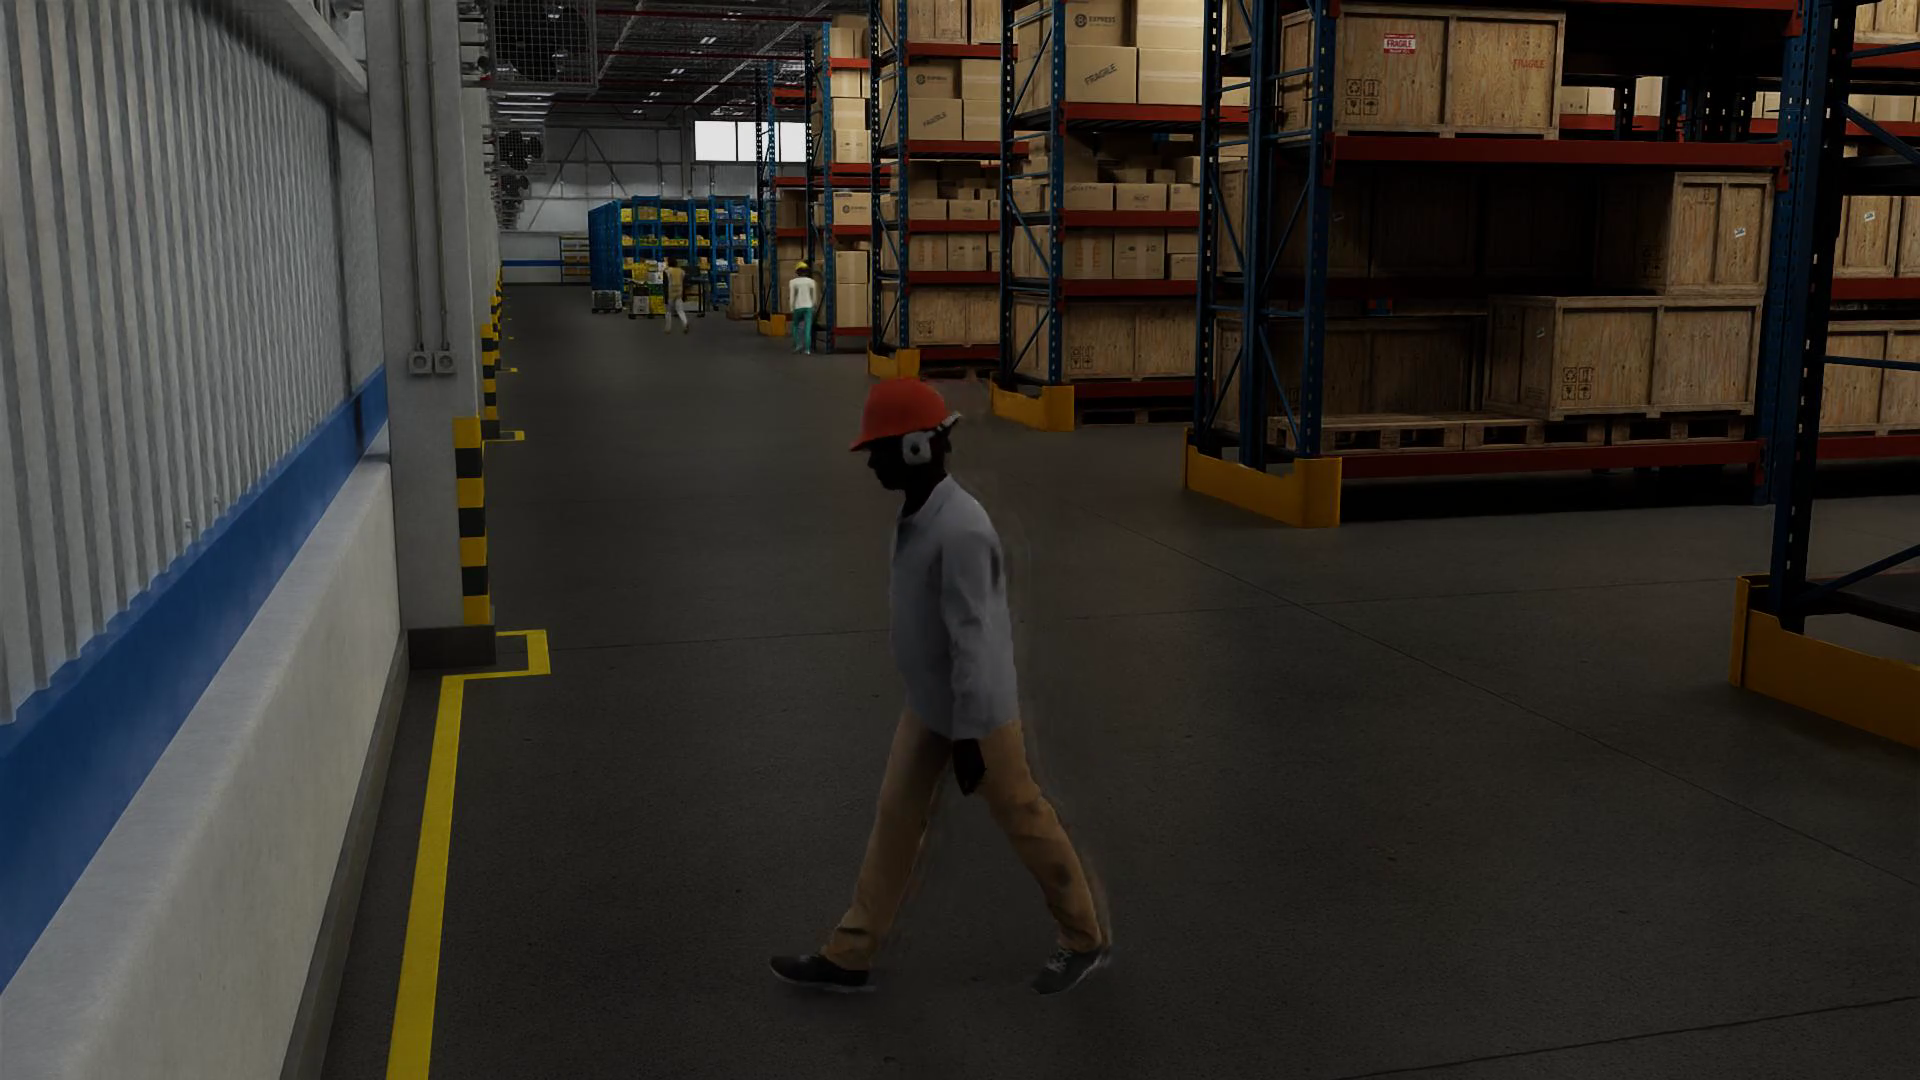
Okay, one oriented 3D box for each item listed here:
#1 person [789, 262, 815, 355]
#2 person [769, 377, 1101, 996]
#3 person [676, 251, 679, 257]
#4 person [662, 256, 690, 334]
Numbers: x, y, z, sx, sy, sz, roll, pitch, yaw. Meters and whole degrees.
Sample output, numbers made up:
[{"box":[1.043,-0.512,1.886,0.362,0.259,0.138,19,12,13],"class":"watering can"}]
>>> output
[{"box":[-2.974,-4.336,31.185,0.531,1.733,0.837,-3,11,-18],"class":"person"},{"box":[-0.025,0.410,4.448,0.923,1.690,0.627,-4,11,-20],"class":"person"},{"box":[-11.069,-10.472,65.638,0.448,1.830,0.602,-4,11,-21],"class":"person"},{"box":[-6.536,-5.611,38.173,0.629,1.818,0.758,-9,14,-43],"class":"person"}]
